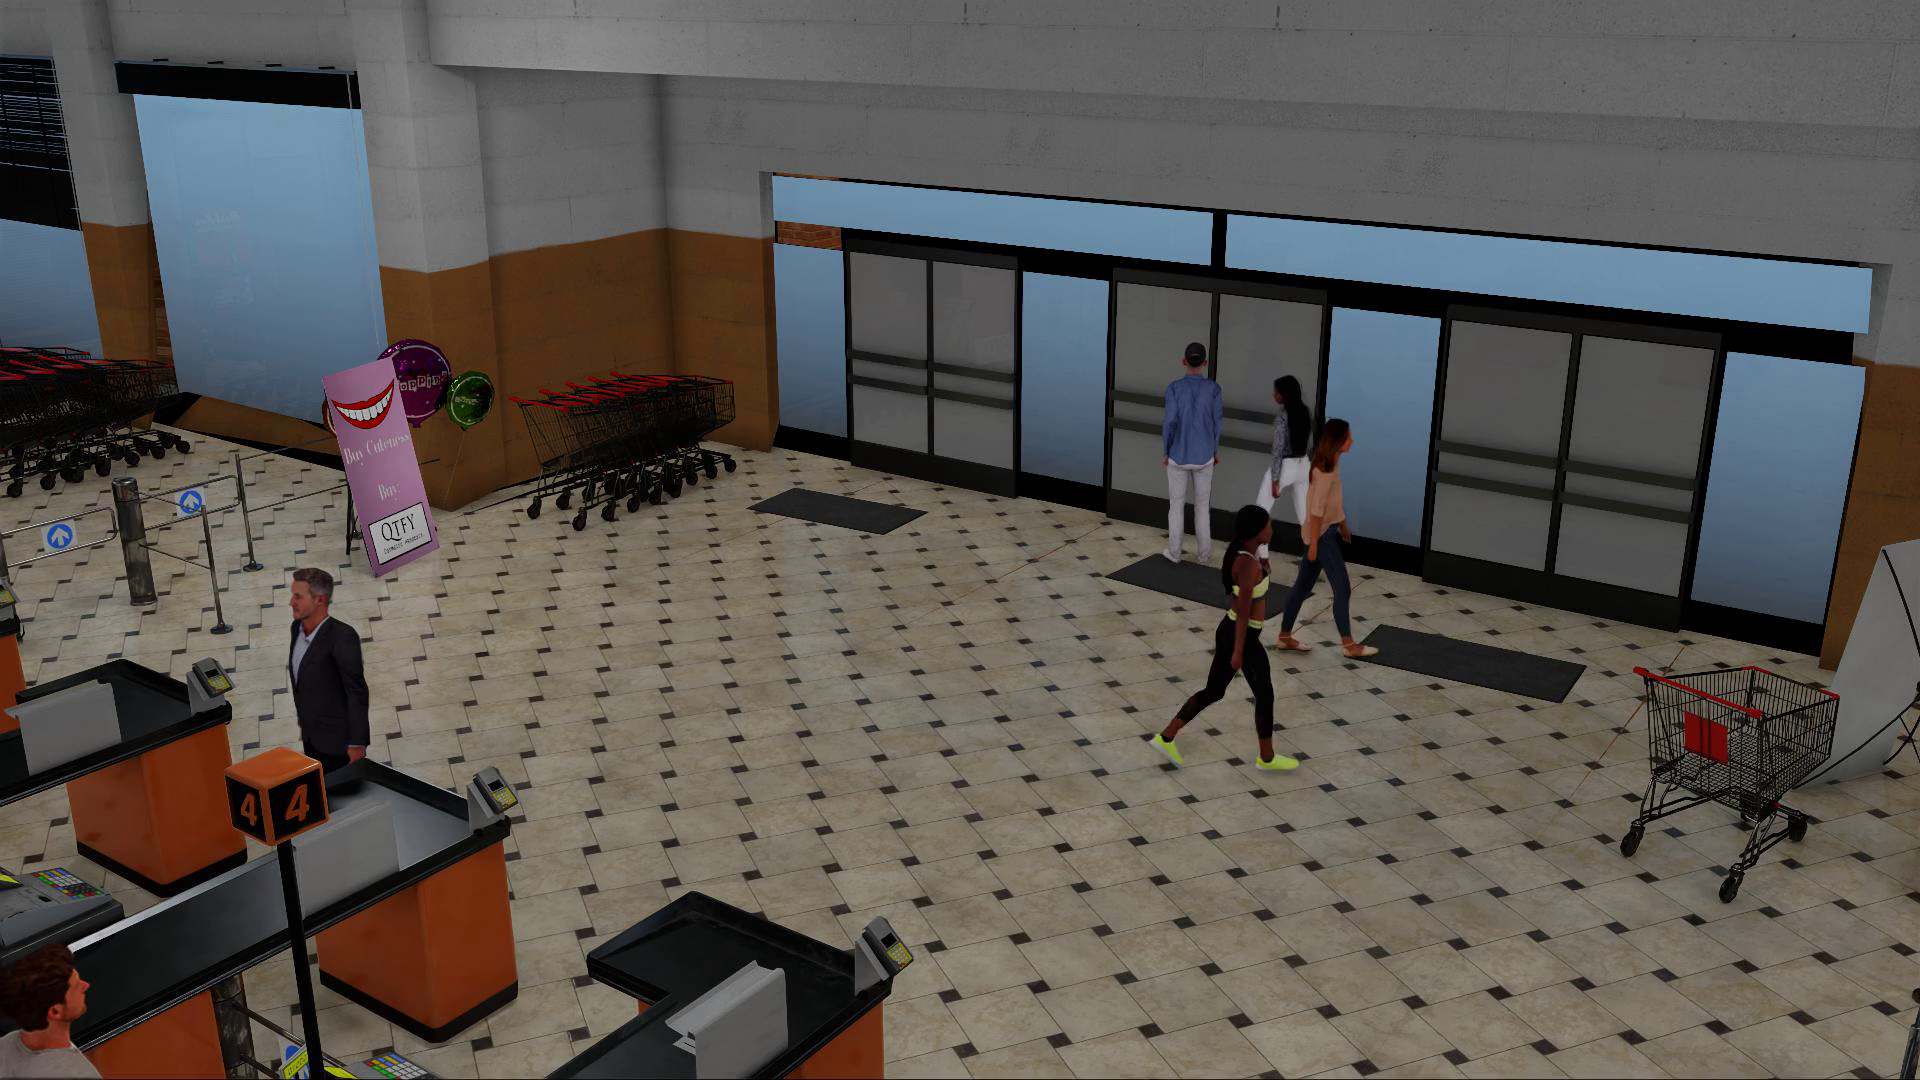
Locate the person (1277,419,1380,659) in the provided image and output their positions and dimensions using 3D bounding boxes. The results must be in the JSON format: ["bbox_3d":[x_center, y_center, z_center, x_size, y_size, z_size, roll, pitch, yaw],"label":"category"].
[{"bbox_3d":[2.502,-0.003,11.953,0.891,1.758,0.984,4,19,11],"label":"person"}]

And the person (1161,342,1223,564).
[{"bbox_3d":[1.925,-0.724,13.888,0.740,1.888,0.770,-1,19,-3],"label":"person"}]

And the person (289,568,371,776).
[{"bbox_3d":[-3.345,1.001,8.845,0.725,1.842,0.617,15,23,37],"label":"person"}]

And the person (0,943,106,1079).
[{"bbox_3d":[-2.817,2.154,5.331,0.666,1.903,0.548,12,22,32],"label":"person"}]

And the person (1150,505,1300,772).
[{"bbox_3d":[1.594,0.642,10.111,1.109,1.713,1.128,-1,19,-4],"label":"person"}]

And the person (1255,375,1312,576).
[{"bbox_3d":[2.708,-0.492,13.495,0.768,1.699,0.892,-8,20,-22],"label":"person"}]
